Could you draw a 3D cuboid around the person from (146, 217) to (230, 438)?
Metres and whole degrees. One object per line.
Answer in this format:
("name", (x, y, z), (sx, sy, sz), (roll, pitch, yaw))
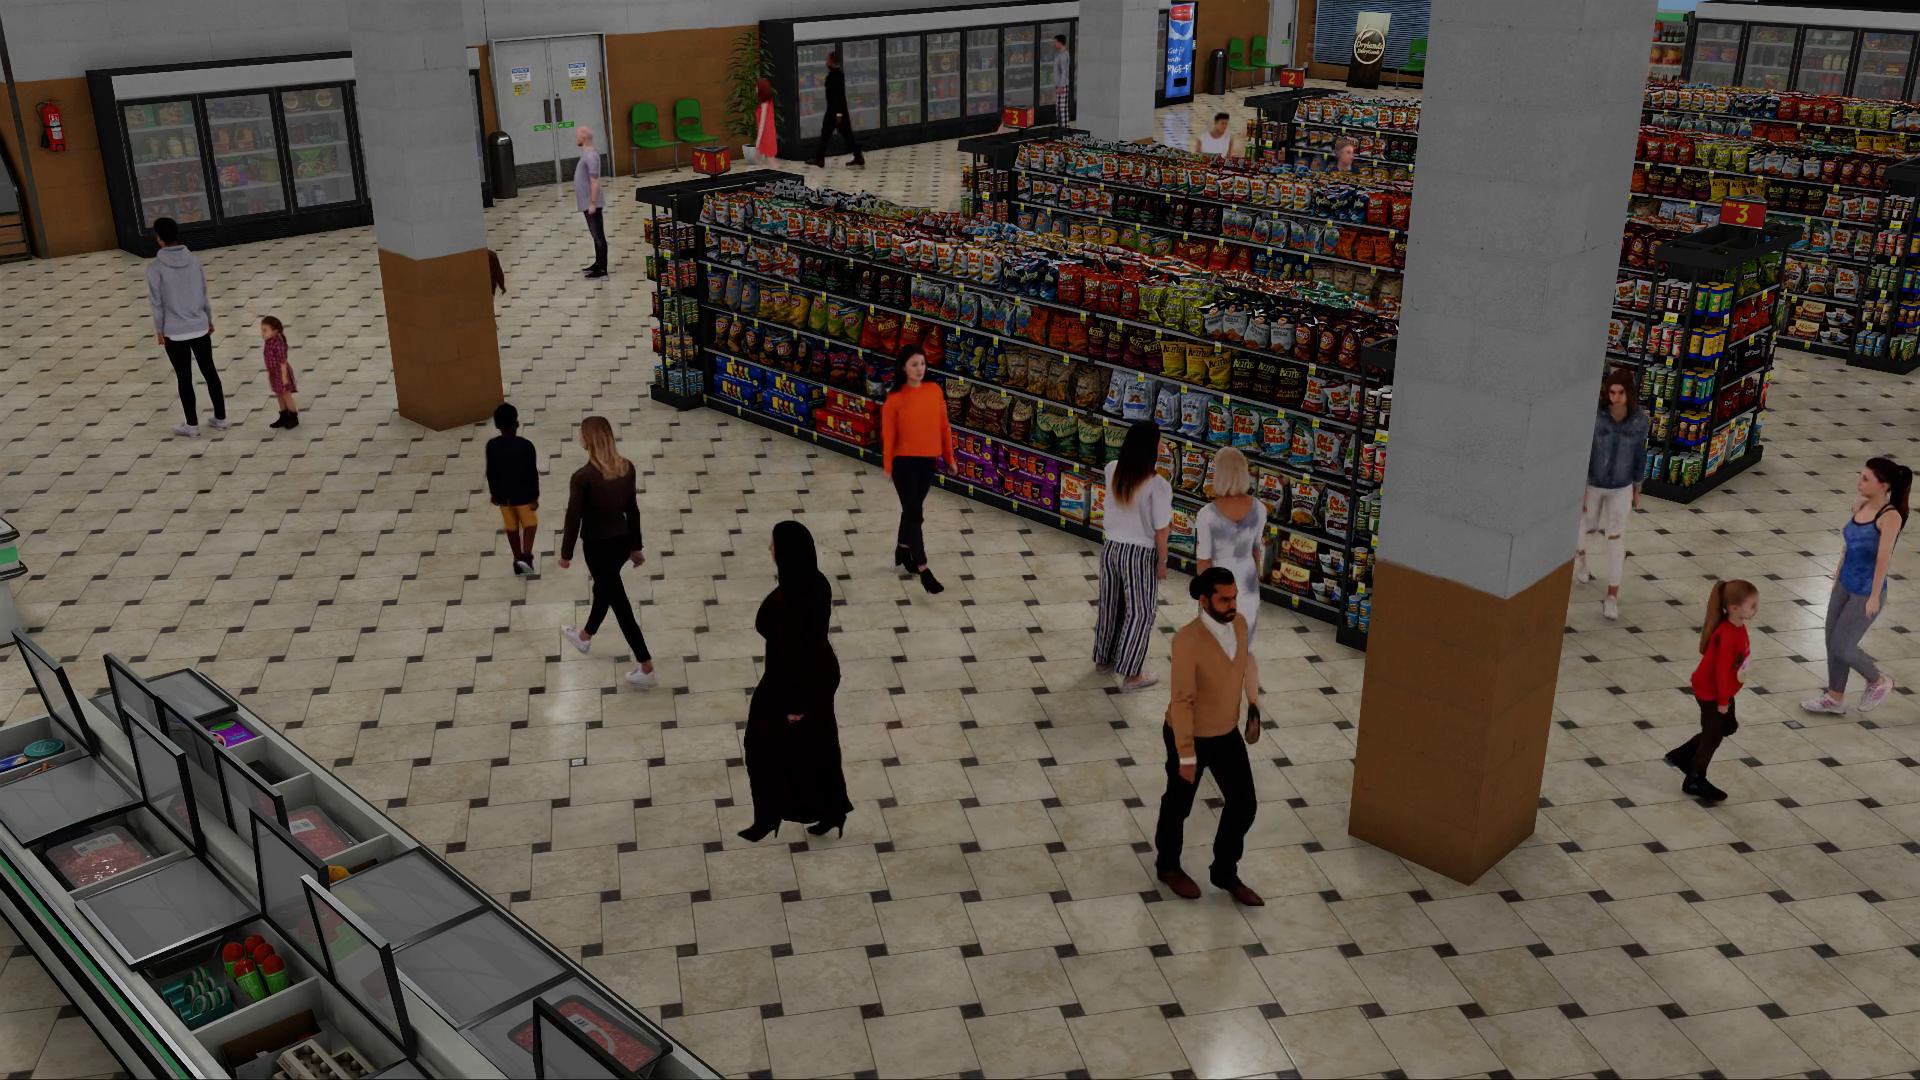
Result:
("person", (-6.785, -1.871, 14.591), (0.620, 1.926, 0.703), (16, 27, 35))

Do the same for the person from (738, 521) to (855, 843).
("person", (-0.714, 0.748, 8.324), (0.980, 1.739, 0.900), (5, 22, 12))

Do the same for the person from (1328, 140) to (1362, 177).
("person", (4.316, -3.640, 19.089), (0.822, 1.856, 0.945), (-10, 24, -24))

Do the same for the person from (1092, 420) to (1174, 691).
("person", (1.044, 0.075, 10.085), (0.748, 1.674, 0.606), (-18, 28, -37))

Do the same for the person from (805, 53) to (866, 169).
("person", (-1.957, -7.120, 27.741), (1.366, 1.862, 1.219), (3, 22, 8))

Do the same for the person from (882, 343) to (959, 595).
("person", (-0.365, -0.535, 11.541), (0.721, 1.721, 1.041), (-16, 27, -35))

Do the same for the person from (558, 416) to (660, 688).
("person", (-2.064, 0.120, 10.012), (1.176, 1.646, 0.757), (14, 26, 32))

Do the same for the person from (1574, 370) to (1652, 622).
("person", (4.314, -0.356, 11.173), (1.076, 1.663, 0.970), (6, 23, 13))

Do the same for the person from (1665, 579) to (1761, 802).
("person", (3.974, 0.785, 8.858), (0.632, 1.273, 0.575), (10, 24, 24))

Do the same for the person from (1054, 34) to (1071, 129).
("person", (1.941, -8.627, 31.513), (0.760, 1.846, 0.698), (0, 22, 0))

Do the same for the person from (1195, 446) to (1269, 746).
("person", (1.546, 0.345, 9.342), (0.928, 1.728, 1.040), (-3, 22, -7))

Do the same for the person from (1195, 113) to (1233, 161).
("person", (3.322, -4.767, 22.066), (1.149, 1.727, 1.141), (4, 22, 10))

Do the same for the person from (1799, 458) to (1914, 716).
("person", (5.271, 0.304, 9.618), (0.837, 1.598, 0.775), (1, 22, 2))

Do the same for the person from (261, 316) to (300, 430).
("person", (-6.077, -1.512, 14.918), (0.403, 1.016, 0.499), (17, 27, 36))

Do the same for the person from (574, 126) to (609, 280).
("person", (-4.504, -4.143, 20.366), (0.823, 1.837, 0.712), (-5, 22, -12))

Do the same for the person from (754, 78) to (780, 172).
("person", (-2.806, -6.020, 25.072), (0.816, 1.809, 0.755), (-2, 22, -5))

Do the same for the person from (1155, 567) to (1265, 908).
("person", (1.106, 0.907, 7.932), (0.721, 1.736, 0.809), (-17, 27, -35))

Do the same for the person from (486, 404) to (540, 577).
("person", (-3.126, -0.324, 11.630), (0.685, 1.263, 0.751), (-1, 22, -3))
